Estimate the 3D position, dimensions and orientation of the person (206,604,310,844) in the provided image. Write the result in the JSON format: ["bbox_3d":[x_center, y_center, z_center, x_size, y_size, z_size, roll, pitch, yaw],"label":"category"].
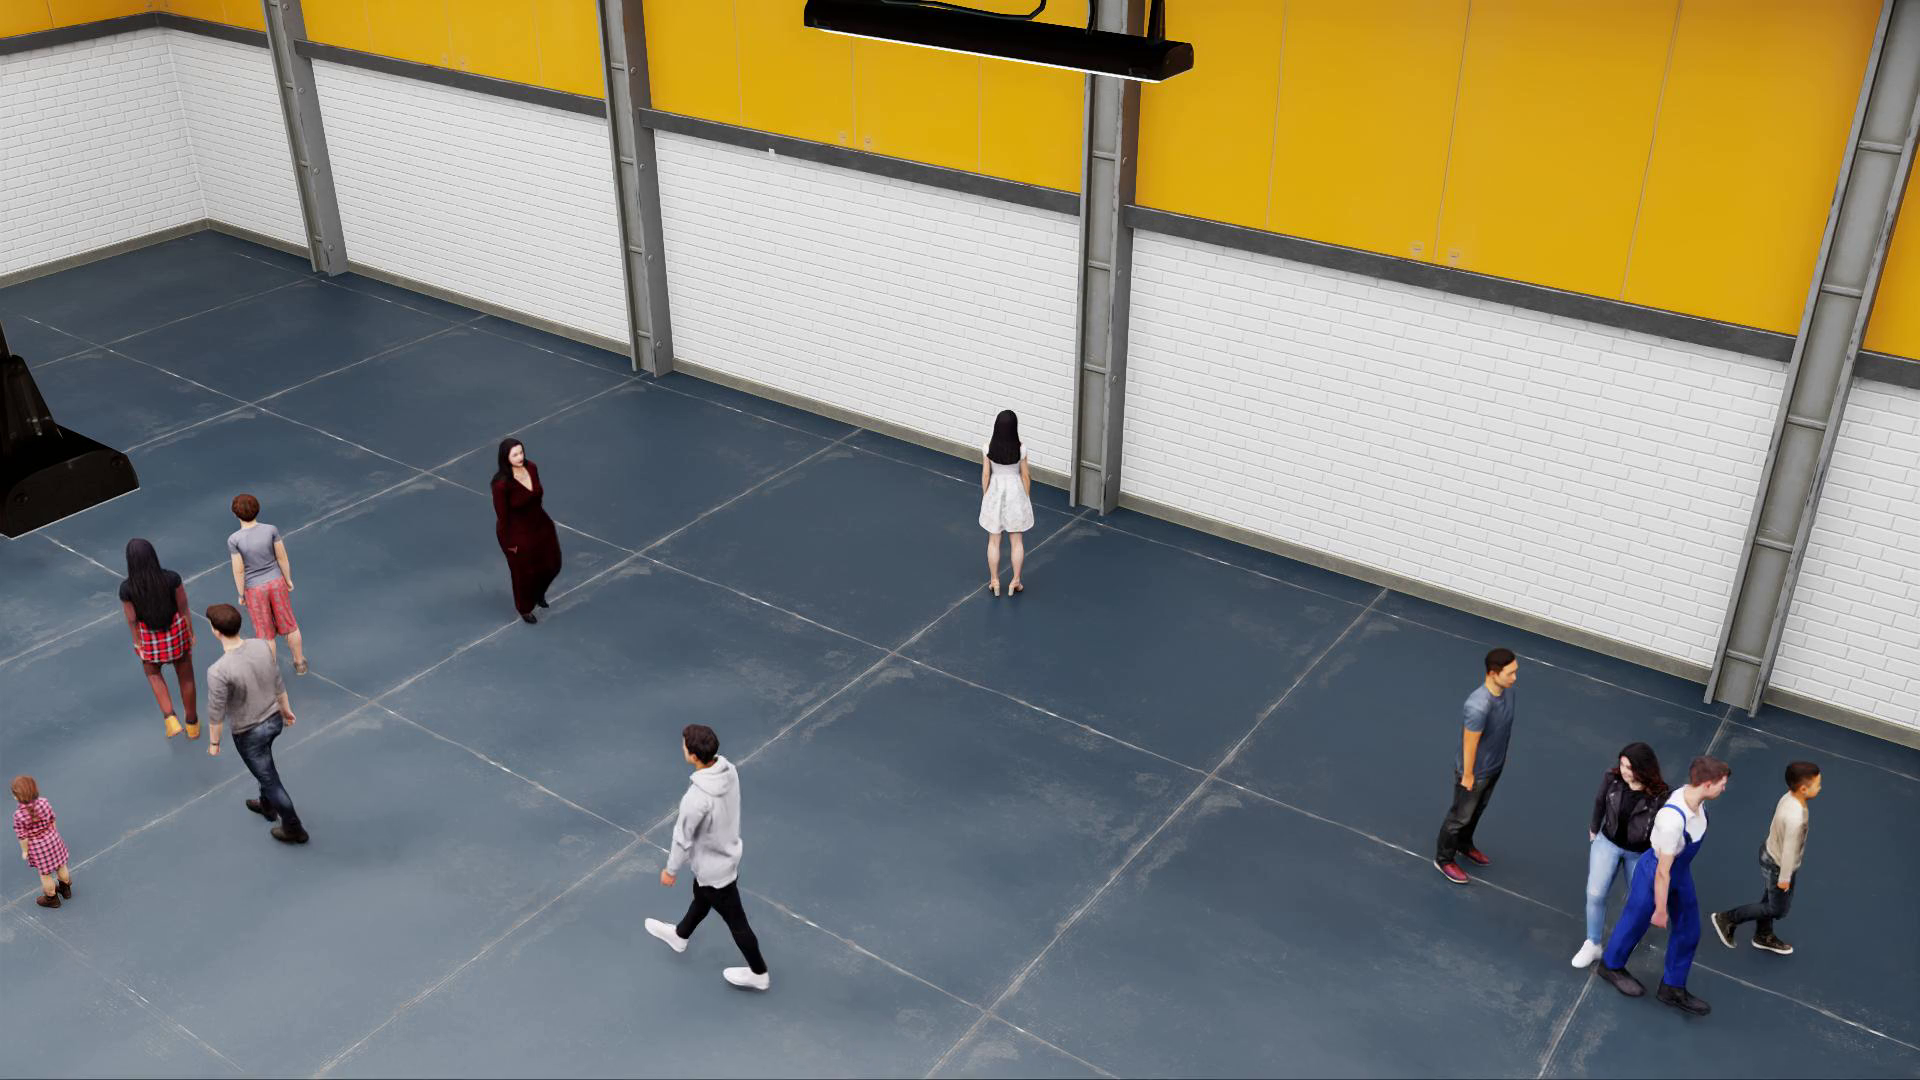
[{"bbox_3d":[-4.762,1.311,11.428,0.905,1.882,0.815,11,31,20],"label":"person"}]

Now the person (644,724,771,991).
[{"bbox_3d":[-1.405,1.989,10.180,1.237,1.887,0.943,7,29,13],"label":"person"}]

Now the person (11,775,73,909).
[{"bbox_3d":[-6.124,1.997,11.068,0.474,1.022,0.453,13,31,22],"label":"person"}]

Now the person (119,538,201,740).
[{"bbox_3d":[-5.970,0.807,12.530,0.732,1.711,0.809,-16,33,-28],"label":"person"}]

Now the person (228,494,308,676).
[{"bbox_3d":[-5.583,0.387,13.363,0.645,1.651,0.626,-20,34,-32],"label":"person"}]

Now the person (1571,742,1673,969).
[{"bbox_3d":[4.263,1.926,10.587,0.802,1.608,0.790,15,32,26],"label":"person"}]

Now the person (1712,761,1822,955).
[{"bbox_3d":[5.146,2.029,10.556,0.797,1.456,0.646,12,31,21],"label":"person"}]

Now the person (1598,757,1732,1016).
[{"bbox_3d":[4.199,2.040,10.162,0.758,1.814,0.974,-24,37,-37],"label":"person"}]

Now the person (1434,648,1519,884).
[{"bbox_3d":[3.482,1.482,11.194,0.680,1.805,0.589,-25,37,-37],"label":"person"}]

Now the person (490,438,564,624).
[{"bbox_3d":[-3.777,-0.094,14.143,0.719,1.749,0.705,15,32,26],"label":"person"}]

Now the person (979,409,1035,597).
[{"bbox_3d":[0.403,-0.323,14.536,0.730,1.775,0.822,3,29,6],"label":"person"}]
